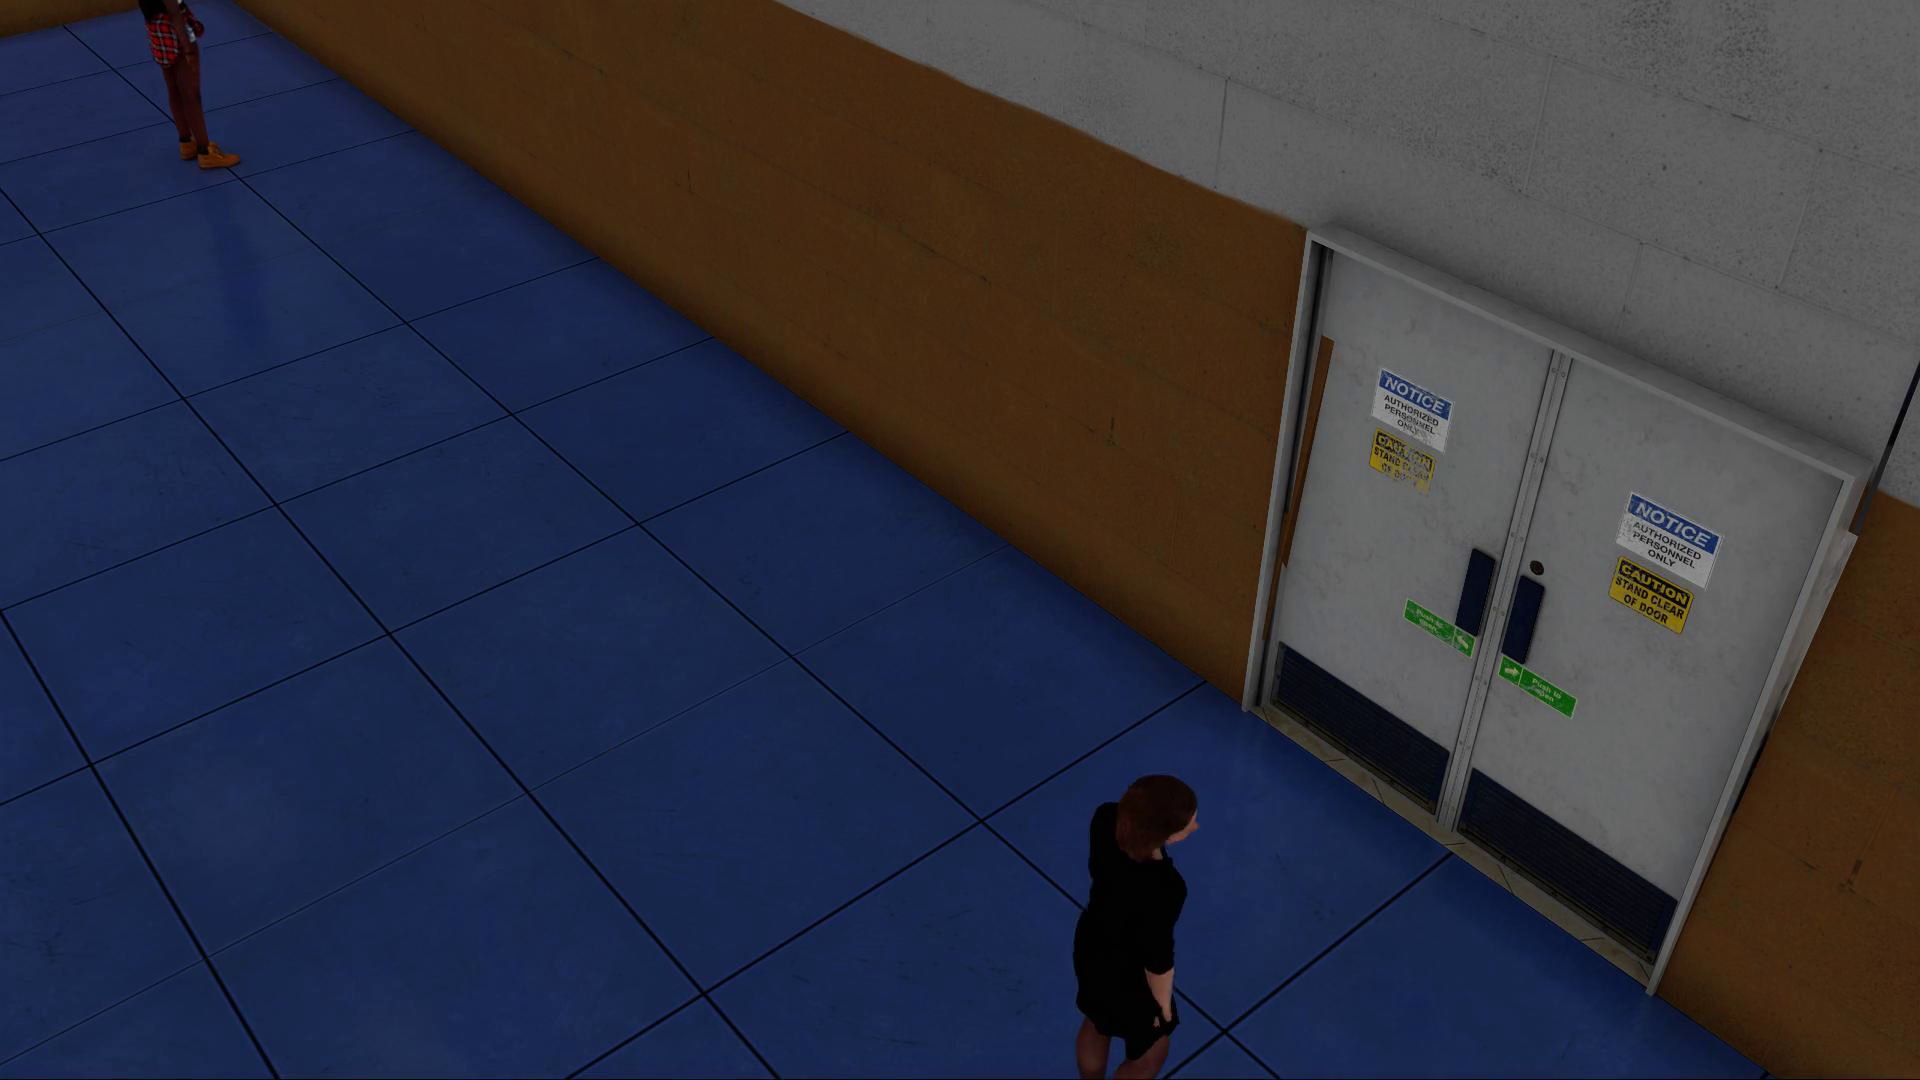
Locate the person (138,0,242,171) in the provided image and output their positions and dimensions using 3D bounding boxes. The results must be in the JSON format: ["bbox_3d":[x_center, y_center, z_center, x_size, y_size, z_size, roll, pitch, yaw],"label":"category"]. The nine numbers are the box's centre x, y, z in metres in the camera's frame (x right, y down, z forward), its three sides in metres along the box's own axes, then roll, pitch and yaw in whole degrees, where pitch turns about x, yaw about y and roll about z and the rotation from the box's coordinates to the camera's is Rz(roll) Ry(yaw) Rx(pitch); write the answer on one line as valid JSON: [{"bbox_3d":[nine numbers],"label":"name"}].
[{"bbox_3d":[-5.379,-3.410,11.378,0.584,1.727,0.603,-29,45,-33],"label":"person"}]

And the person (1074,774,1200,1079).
[{"bbox_3d":[0.491,1.313,5.100,0.565,1.692,0.650,-27,44,-31],"label":"person"}]
